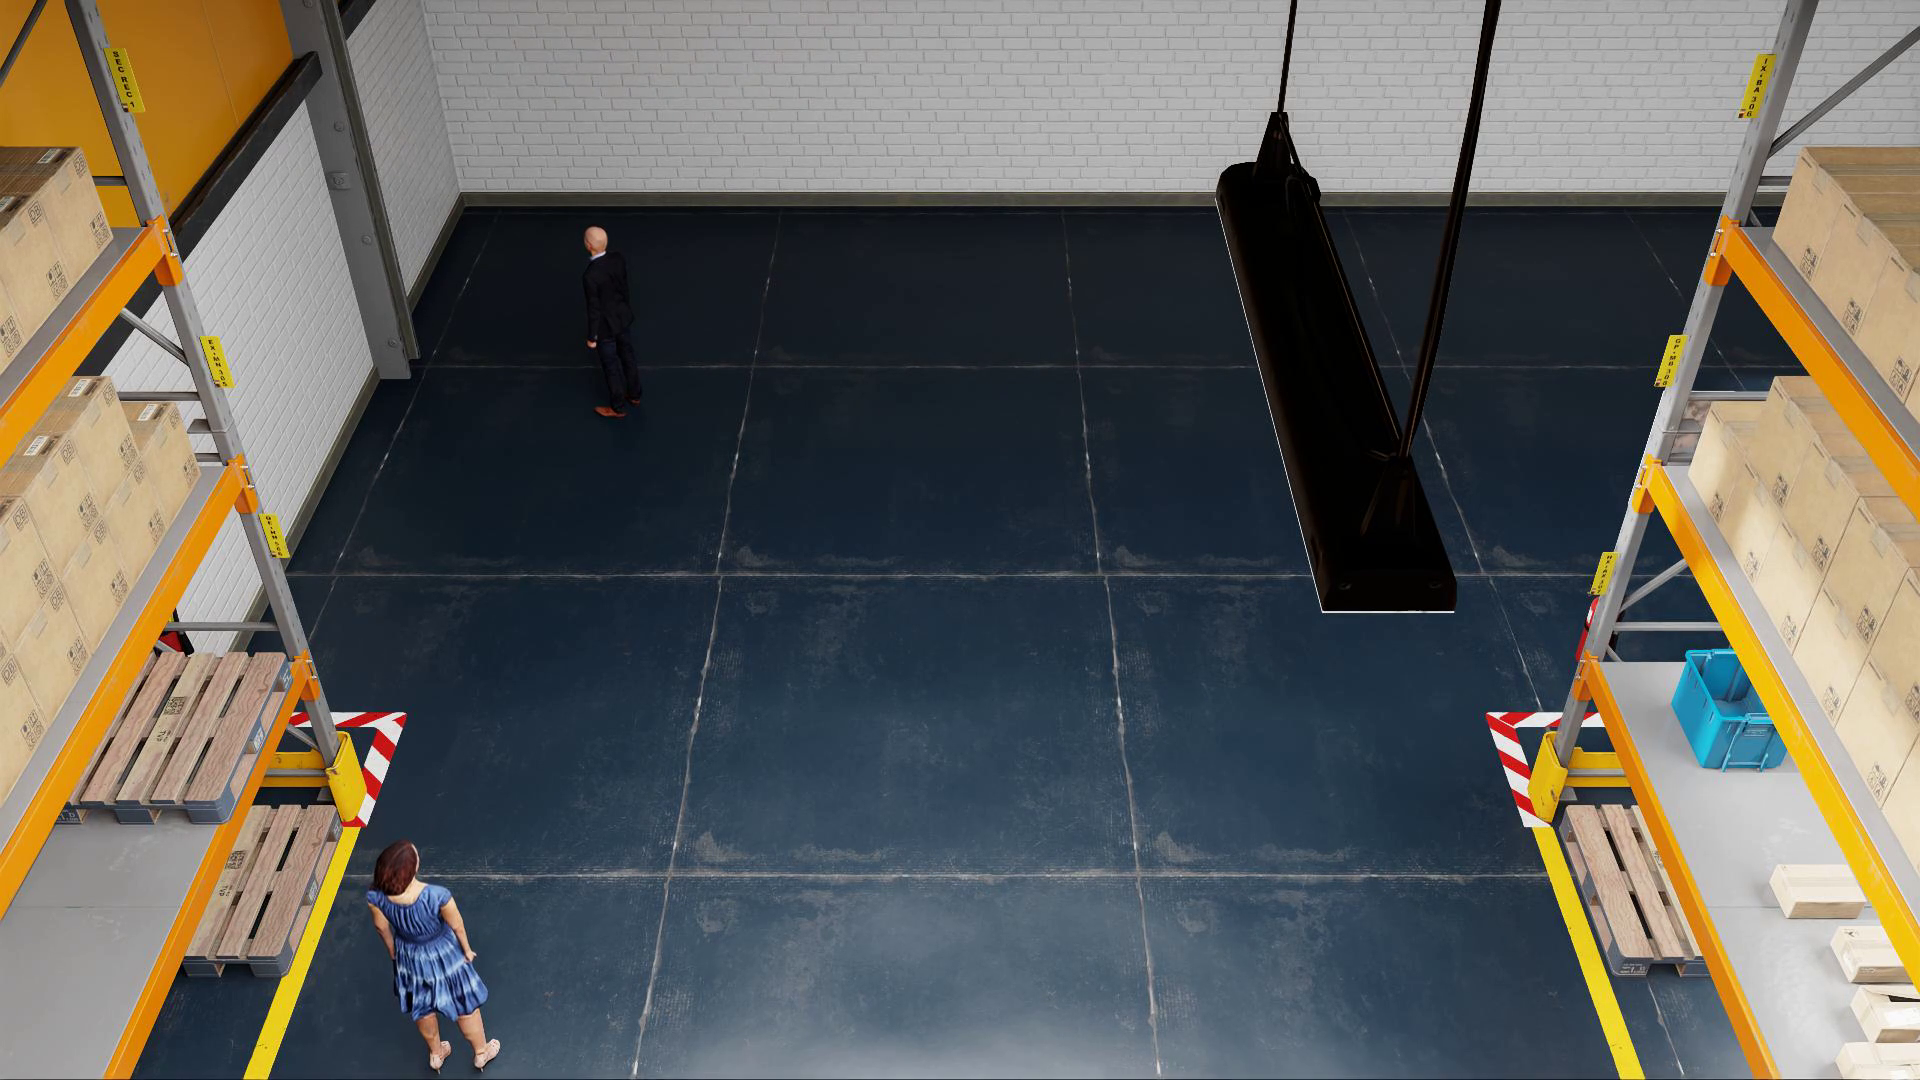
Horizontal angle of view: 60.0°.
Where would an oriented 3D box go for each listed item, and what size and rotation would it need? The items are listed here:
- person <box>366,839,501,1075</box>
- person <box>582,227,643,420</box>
[{"bbox_3d":[-2.867,2.279,9.025,0.661,1.805,0.559,1,39,1],"label":"person"},{"bbox_3d":[-2.989,-1.865,14.217,0.834,1.800,0.706,20,43,23],"label":"person"}]
